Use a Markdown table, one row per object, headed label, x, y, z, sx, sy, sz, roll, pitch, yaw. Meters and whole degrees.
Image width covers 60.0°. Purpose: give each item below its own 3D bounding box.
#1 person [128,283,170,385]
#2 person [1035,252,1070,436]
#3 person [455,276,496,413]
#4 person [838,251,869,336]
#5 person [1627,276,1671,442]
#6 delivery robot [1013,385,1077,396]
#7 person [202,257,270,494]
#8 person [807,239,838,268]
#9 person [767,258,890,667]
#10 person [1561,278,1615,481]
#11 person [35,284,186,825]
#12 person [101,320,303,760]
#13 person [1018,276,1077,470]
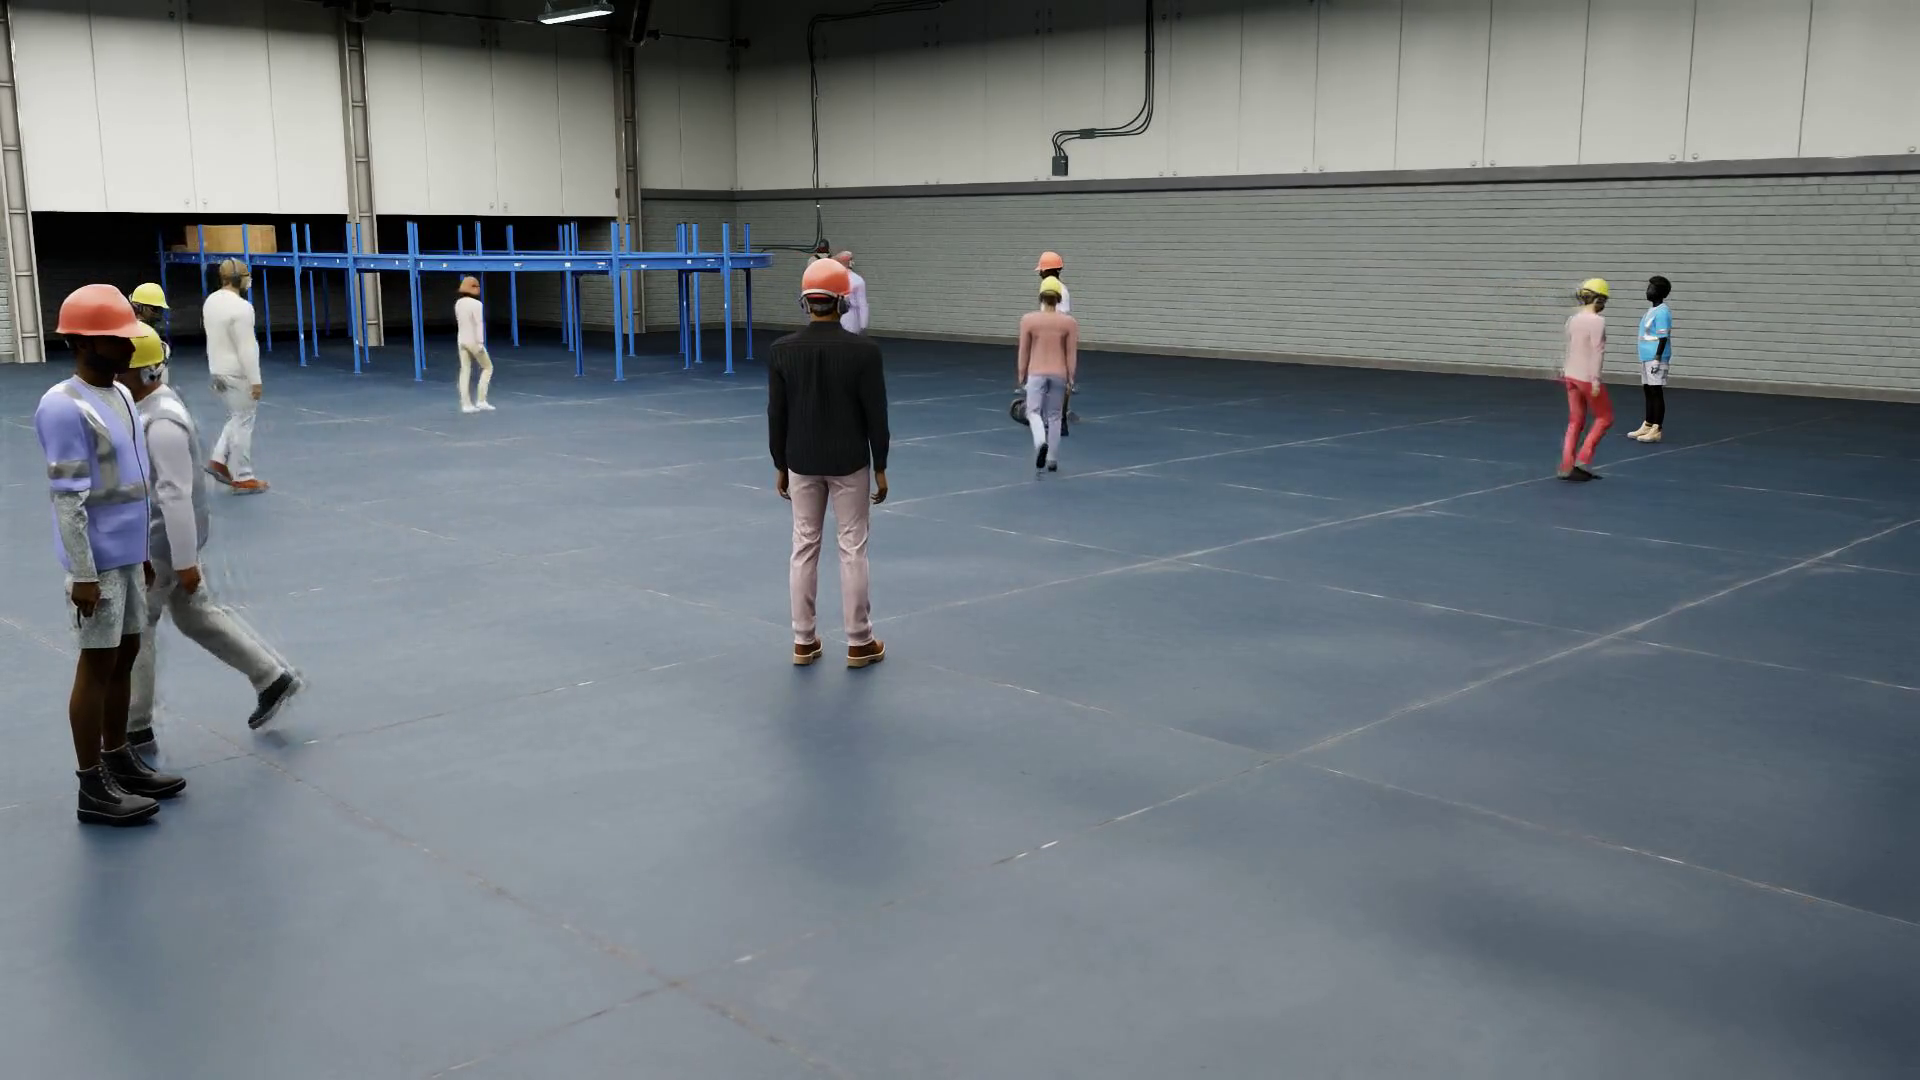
| label | x | y | z | sx | sy | sz | roll | pitch | yaw |
| --- | --- | --- | --- | --- | --- | --- | --- | --- | --- |
| person | -5.977 | -1.014 | 12.327 | 0.327 | 1.760 | 0.522 | -3 | 11 | -14 |
| person | 0.982 | -2.081 | 17.664 | 0.375 | 1.934 | 0.547 | -2 | 11 | -11 |
| person | -5.781 | -2.332 | 19.872 | 0.528 | 1.612 | 0.523 | 8 | 13 | 36 |
| person | -1.533 | -2.934 | 22.421 | 0.678 | 1.892 | 0.431 | 4 | 11 | 23 |
| person | 7.140 | -1.866 | 17.135 | 0.318 | 1.700 | 0.535 | 1 | 10 | 6 |
| delivery robot | 0.964 | -1.761 | 18.836 | 0.699 | 0.223 | 0.335 | -2 | 11 | -11 |
| person | -5.935 | -1.347 | 13.675 | 0.654 | 1.926 | 0.440 | 9 | 14 | 40 |
| person | -2.873 | -5.305 | 35.074 | 0.690 | 2.000 | 0.538 | -1 | 10 | -7 |
| person | -0.639 | -0.375 | 8.189 | 0.611 | 1.997 | 0.375 | 2 | 11 | 13 |
| person | 5.391 | -1.373 | 14.303 | 0.440 | 1.736 | 0.545 | -2 | 11 | -10 |
| person | -3.079 | 0.045 | 6.066 | 0.375 | 1.935 | 0.550 | -1 | 10 | -5 |
| person | -3.207 | -0.024 | 6.864 | 0.847 | 1.797 | 0.586 | -5 | 12 | -27 |
| person | 0.791 | -1.475 | 14.845 | 0.527 | 1.752 | 0.613 | -1 | 10 | -3 |
